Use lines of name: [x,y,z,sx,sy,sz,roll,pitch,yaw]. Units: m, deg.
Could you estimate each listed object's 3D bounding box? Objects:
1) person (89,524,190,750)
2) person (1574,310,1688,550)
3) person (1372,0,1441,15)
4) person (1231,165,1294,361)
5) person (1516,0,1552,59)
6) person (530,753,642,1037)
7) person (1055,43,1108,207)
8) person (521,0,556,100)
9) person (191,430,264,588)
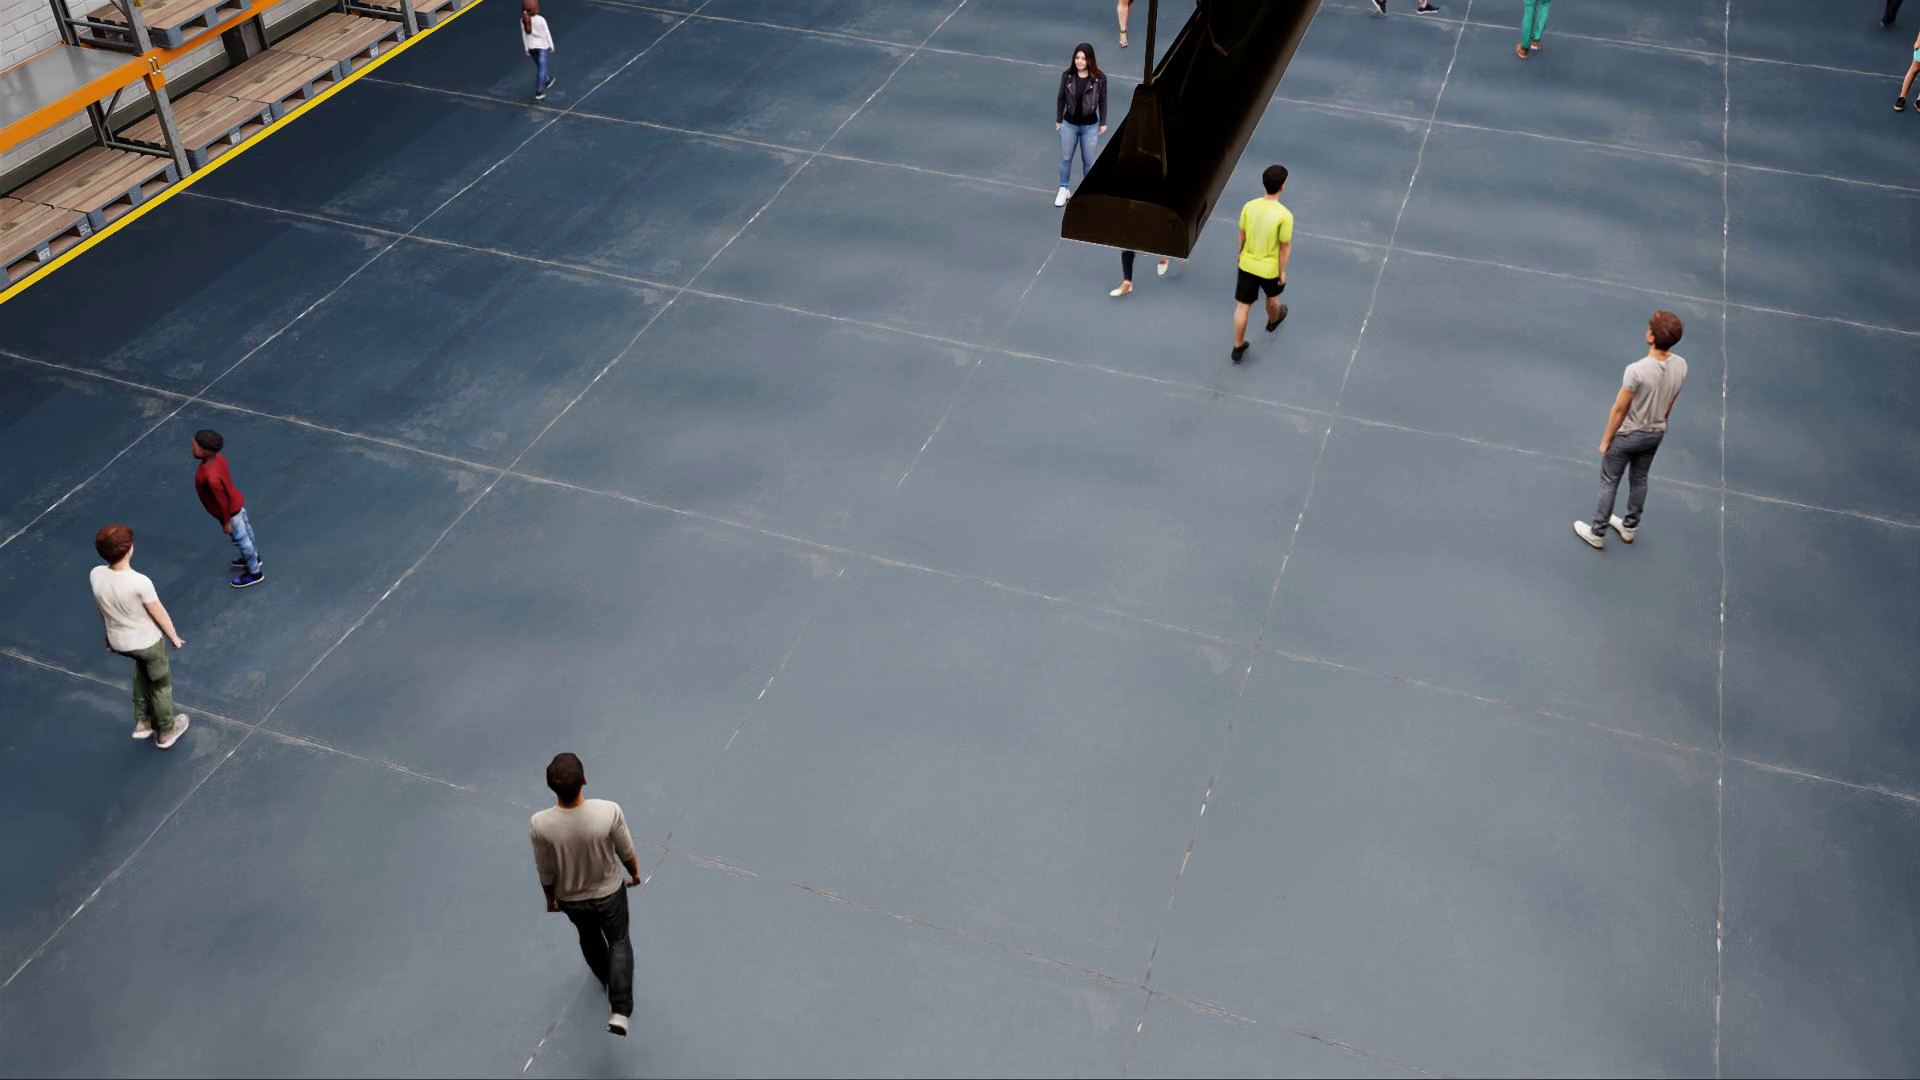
person: [-5.069,0.671,10.183,0.642,1.640,0.694,5,39,6]
person: [4.797,-0.760,11.772,0.738,1.891,0.755,-9,40,-12]
person: [5.411,-7.094,19.865,0.910,1.691,1.102,0,39,0]
person: [2.473,-2.261,13.827,0.768,1.673,1.077,20,43,23]
person: [6.626,-6.331,18.857,0.710,1.755,0.723,1,39,2]
person: [-1.900,1.865,8.566,0.947,1.792,1.082,-8,39,-9]
person: [1.162,-3.998,16.034,0.673,1.634,0.597,7,39,9]
person: [-4.635,-5.378,18.200,0.519,1.086,0.826,7,39,9]
person: [-5.123,-0.247,11.640,0.646,1.256,0.565,-9,40,-11]
